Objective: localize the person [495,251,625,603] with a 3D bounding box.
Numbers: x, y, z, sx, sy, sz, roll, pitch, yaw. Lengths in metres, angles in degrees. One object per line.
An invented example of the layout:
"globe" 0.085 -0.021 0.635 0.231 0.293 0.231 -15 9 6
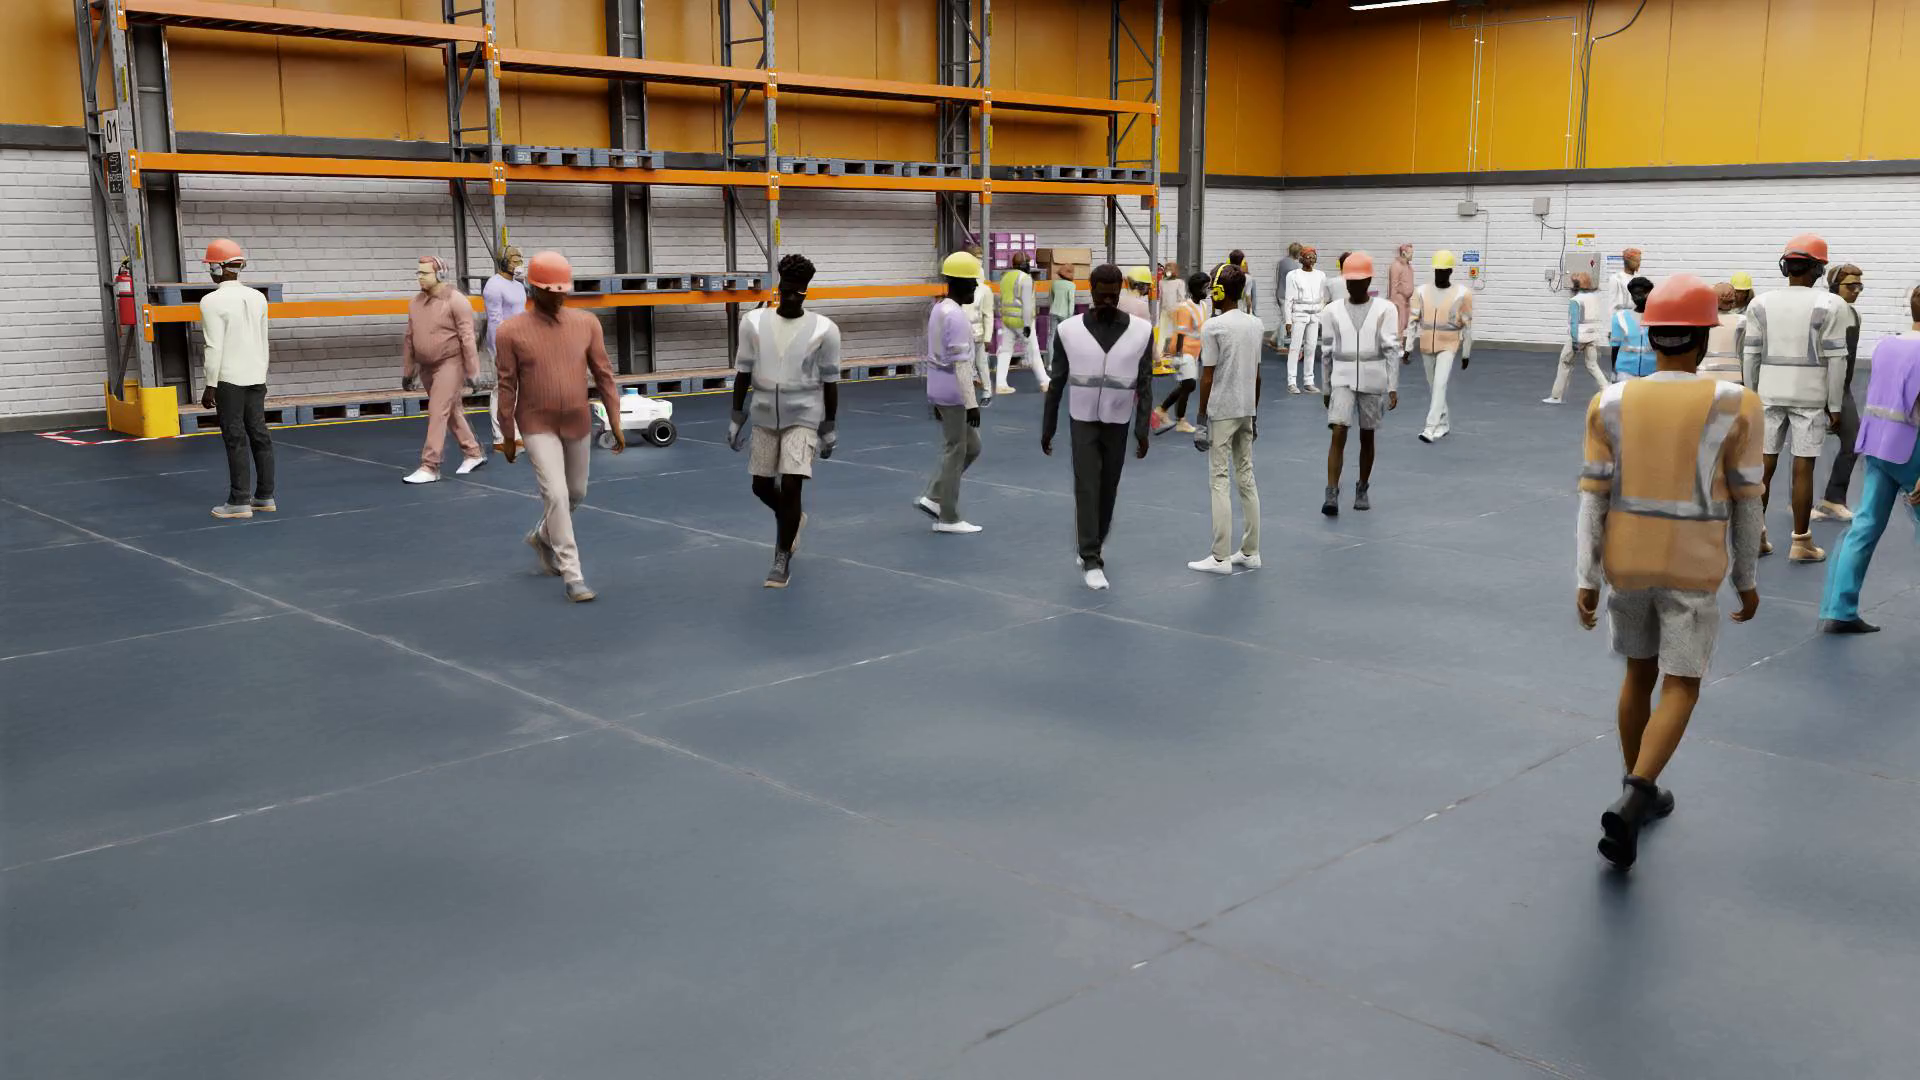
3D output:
"person" -2.308 -0.660 9.427 0.672 1.949 0.934 -7 12 -32

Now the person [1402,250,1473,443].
"person" 4.713 -1.904 16.393 0.594 1.872 1.009 8 13 38

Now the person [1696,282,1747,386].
"person" 6.206 -1.284 13.636 0.513 1.642 0.313 4 11 21

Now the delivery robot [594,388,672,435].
"delivery robot" -3.144 -1.220 15.993 0.707 0.478 0.477 -4 11 -21

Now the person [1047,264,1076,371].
"person" 1.570 -3.335 24.918 0.532 1.584 0.821 9 14 40

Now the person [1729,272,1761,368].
"person" 7.103 -1.607 15.266 0.495 1.691 0.925 4 11 21

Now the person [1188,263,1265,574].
"person" 1.614 -0.727 10.023 0.507 1.861 0.329 -8 13 -37

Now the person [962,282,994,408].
"person" 0.133 -2.389 19.298 0.611 1.785 0.941 5 11 24

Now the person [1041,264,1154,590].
"person" 0.810 -0.697 9.845 0.628 1.874 0.889 0 10 -2

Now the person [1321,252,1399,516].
"person" 2.868 -1.107 11.996 0.568 1.891 0.957 3 11 16

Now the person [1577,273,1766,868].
"person" 2.268 0.095 5.412 0.545 1.911 0.845 9 14 40

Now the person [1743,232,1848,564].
"person" 5.163 -0.874 10.307 0.375 2.042 0.608 -9 14 -41

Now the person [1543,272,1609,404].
"person" 7.422 -2.387 19.765 0.498 1.598 0.830 -7 13 -34

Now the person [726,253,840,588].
"person" -1.008 -0.715 9.767 0.677 1.924 0.723 2 11 10

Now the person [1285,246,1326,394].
"person" 4.421 -2.809 21.290 0.584 1.882 0.344 -4 11 -20

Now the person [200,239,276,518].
"person" -5.219 -1.158 11.981 0.378 1.995 0.609 3 11 17

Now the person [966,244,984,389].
"person" 0.042 -2.960 22.057 0.694 1.904 0.679 7 12 32

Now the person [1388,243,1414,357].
"person" 7.315 -4.010 27.833 0.592 1.888 0.665 8 13 36

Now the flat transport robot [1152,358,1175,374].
"flat transport robot" 2.530 -2.585 24.472 1.431 0.197 0.652 7 13 34

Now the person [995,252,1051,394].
"person" 0.844 -2.781 21.354 0.927 1.798 0.662 -7 12 -32

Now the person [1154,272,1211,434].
"person" 2.261 -1.918 17.049 0.624 1.656 0.573 6 12 30

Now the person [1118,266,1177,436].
"person" 1.738 -1.814 16.335 0.949 1.714 0.523 -3 11 -13

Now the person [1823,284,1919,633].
"person" 4.867 -0.398 8.376 0.939 1.802 0.572 -2 11 -9

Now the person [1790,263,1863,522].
"person" 6.127 -1.014 11.677 0.510 1.825 0.571 -3 11 -14

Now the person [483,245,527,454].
"person" -4.212 -1.769 15.512 0.369 1.932 0.623 2 11 13

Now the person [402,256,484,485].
"person" -4.316 -1.425 13.839 0.669 1.860 1.009 6 12 30

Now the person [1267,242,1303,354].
"person" 5.555 -4.071 28.137 0.431 1.908 0.664 -1 10 -5

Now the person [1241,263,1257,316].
"person" 4.686 -3.841 27.767 0.520 1.577 0.837 1 10 5

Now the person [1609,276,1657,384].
"person" 6.039 -1.505 14.785 0.540 1.676 0.646 4 11 19

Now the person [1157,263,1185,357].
"person" 3.356 -3.631 26.566 0.524 1.578 0.871 7 13 34

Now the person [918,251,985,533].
"person" -0.020 -0.982 11.247 0.412 1.912 0.596 -1 10 -6

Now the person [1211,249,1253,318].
"person" 3.597 -2.932 22.103 0.559 1.836 0.683 2 11 9

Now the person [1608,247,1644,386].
"person" 8.124 -2.614 20.284 0.583 1.893 0.481 -6 12 -30

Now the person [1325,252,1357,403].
"person" 4.592 -2.499 19.789 0.554 1.810 0.956 6 12 31
